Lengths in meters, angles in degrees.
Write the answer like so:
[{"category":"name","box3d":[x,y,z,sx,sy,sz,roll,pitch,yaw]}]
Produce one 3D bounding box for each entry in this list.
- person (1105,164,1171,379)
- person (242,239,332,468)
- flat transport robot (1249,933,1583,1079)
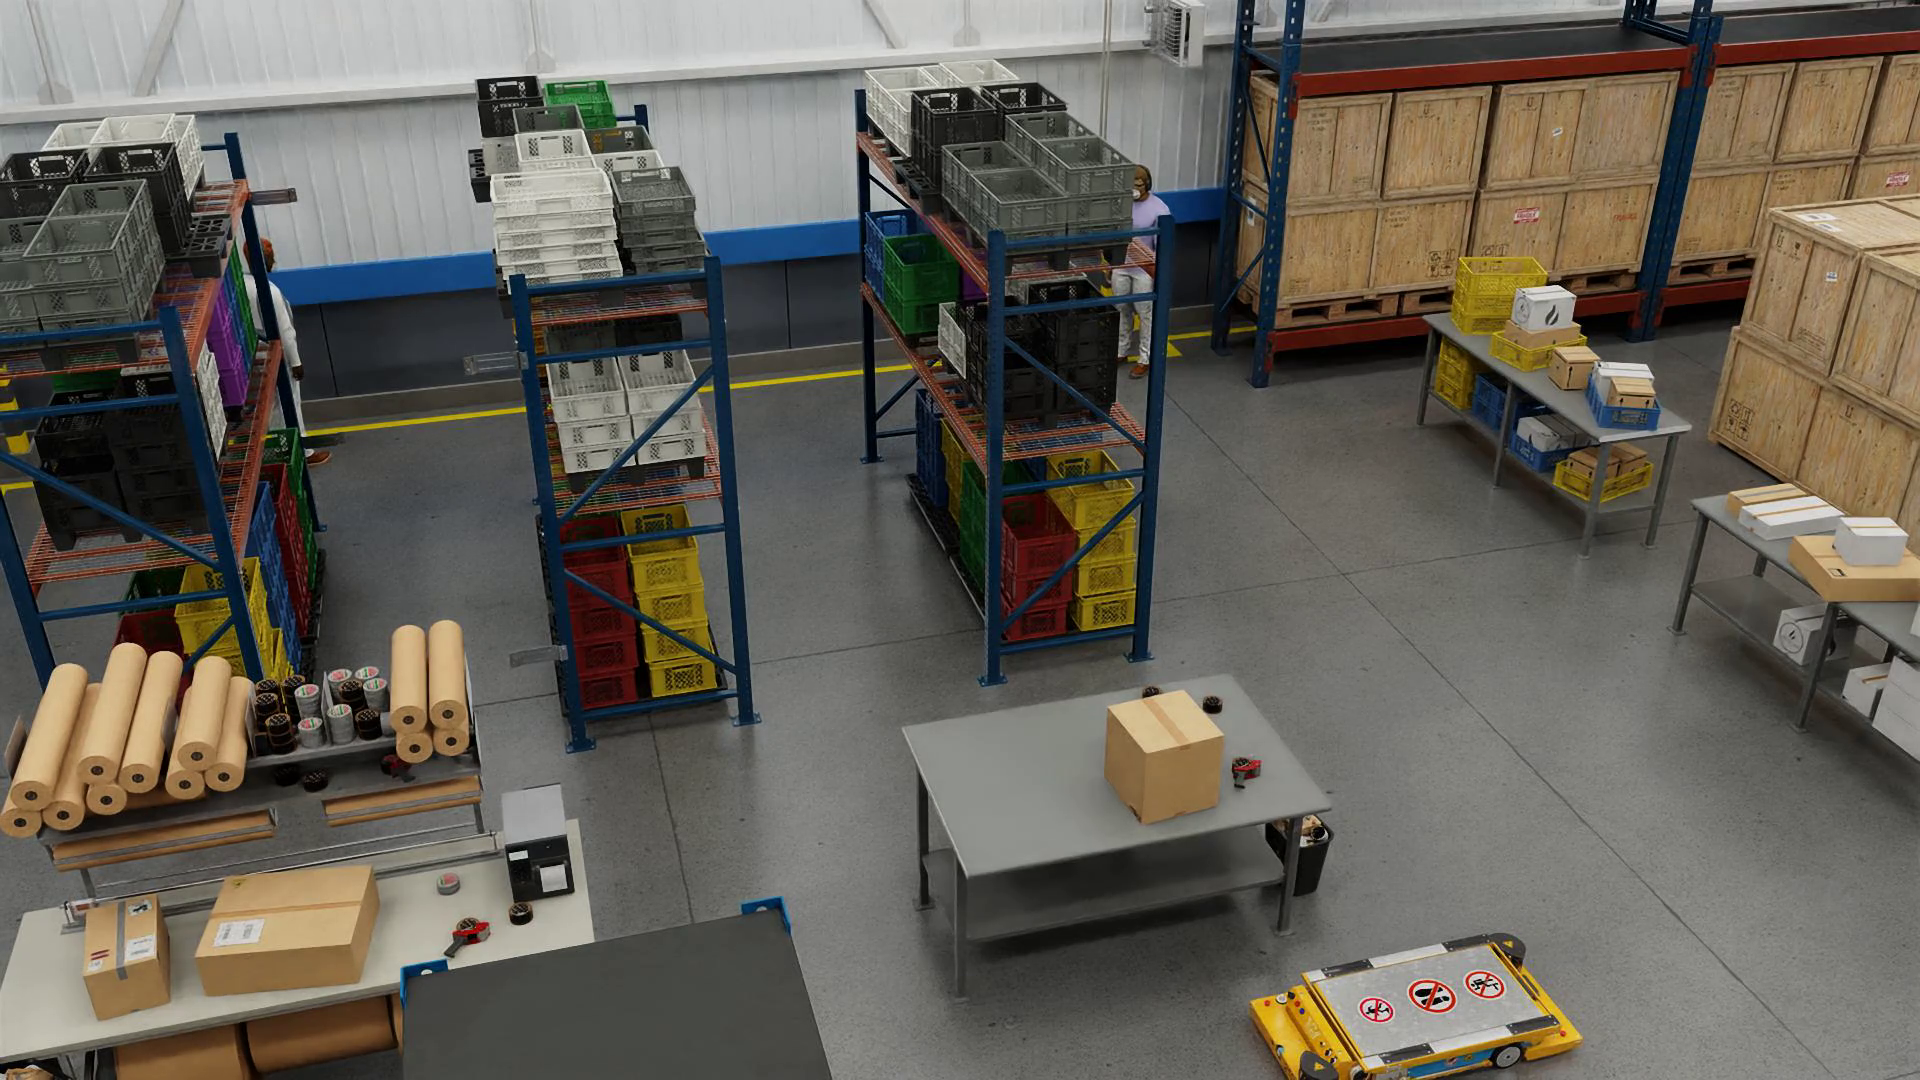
[{"category":"person","box3d":[1.564,-2.399,14.791,0.625,1.933,0.374,22,36,35]},{"category":"person","box3d":[-5.396,-1.469,13.141,0.573,1.887,0.356,20,34,32]},{"category":"flat transport robot","box3d":[2.184,2.282,7.980,1.431,0.197,0.652,-8,30,-14]}]
